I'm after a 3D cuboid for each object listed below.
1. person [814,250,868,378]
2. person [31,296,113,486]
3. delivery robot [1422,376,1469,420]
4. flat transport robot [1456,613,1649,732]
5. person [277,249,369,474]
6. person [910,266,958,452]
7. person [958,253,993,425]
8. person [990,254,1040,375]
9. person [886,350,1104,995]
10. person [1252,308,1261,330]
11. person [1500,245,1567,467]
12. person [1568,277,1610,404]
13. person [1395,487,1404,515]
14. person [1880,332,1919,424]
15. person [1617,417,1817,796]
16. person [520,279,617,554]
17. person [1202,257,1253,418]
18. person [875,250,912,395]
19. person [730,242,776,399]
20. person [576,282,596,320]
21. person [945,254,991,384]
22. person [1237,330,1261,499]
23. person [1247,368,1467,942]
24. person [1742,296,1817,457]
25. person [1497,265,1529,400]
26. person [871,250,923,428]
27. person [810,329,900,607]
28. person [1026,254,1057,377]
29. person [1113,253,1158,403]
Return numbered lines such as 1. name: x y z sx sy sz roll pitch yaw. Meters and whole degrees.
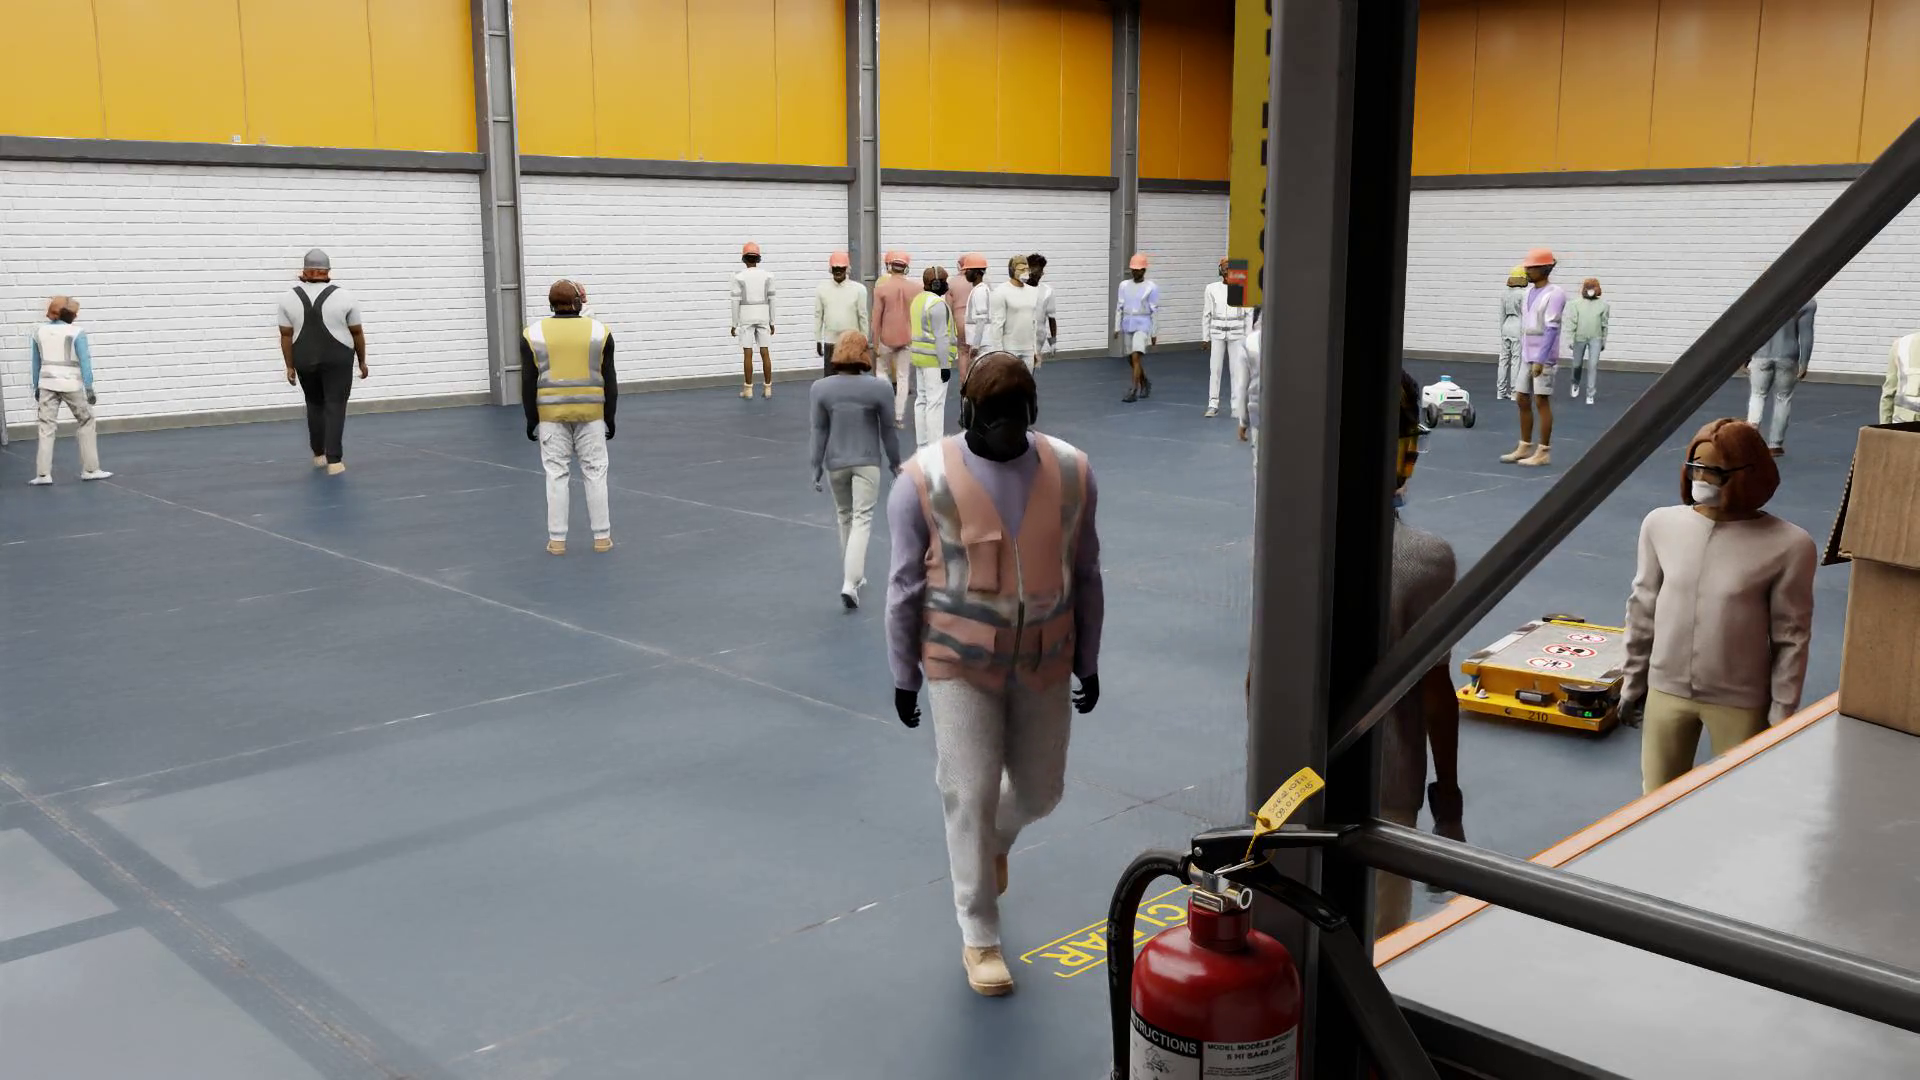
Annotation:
1. person: -1.319 -2.255 18.633 0.621 1.979 0.582 1 10 6
2. person: -7.711 -1.286 14.312 0.584 1.605 0.555 1 10 4
3. delivery robot: 5.443 -1.598 18.654 0.477 0.478 0.707 0 10 -1
4. flat transport robot: 2.851 0.591 7.749 0.652 0.197 1.431 7 13 35
5. person: -5.737 -1.647 15.125 0.693 2.000 0.893 -1 10 -3
6. person: -0.240 -1.660 15.739 0.430 1.845 0.621 -4 11 -22
7. person: 0.173 -2.202 18.478 0.423 1.927 0.563 1 10 4
8. person: 0.567 -1.907 16.819 0.630 1.938 0.369 -10 14 -44
9. person: 0.088 0.345 4.875 0.640 1.817 0.679 -3 11 -15
10. person: 4.605 -3.207 24.096 0.616 1.874 0.932 9 14 41
11. person: 5.323 -1.689 15.377 0.402 2.037 0.619 -2 11 -12
12. person: 8.046 -2.569 21.324 0.490 1.611 0.695 4 11 19
13. person: 1.448 0.095 6.604 0.557 1.668 0.709 6 12 28
14. person: 6.046 -0.669 10.358 0.593 1.832 0.403 9 13 39
15. person: 2.126 0.462 4.735 0.498 1.633 0.280 10 14 43
16. person: -2.617 -0.821 11.177 0.624 1.840 0.430 -3 11 -15
17. person: 3.125 -2.367 19.479 0.584 1.882 0.345 3 11 16
18. person: -0.885 -2.908 22.287 0.372 1.935 0.551 -10 14 -43
19. person: -2.713 -2.871 21.790 0.605 2.045 0.385 -4 11 -22
20. person: -4.047 -1.906 17.642 0.513 1.638 0.313 7 12 33
21. person: 0.115 -2.922 22.509 0.653 1.880 0.641 1 10 4
22. person: 2.173 -0.812 11.203 0.608 1.805 0.724 4 11 19
23. person: 0.861 0.550 3.621 0.310 1.872 0.527 -10 14 -42
24. person: 7.789 -1.729 15.885 0.639 1.926 0.598 8 13 36
25. person: 7.218 -2.685 21.599 0.295 1.744 0.487 -5 12 -26
26. person: -0.707 -2.226 18.477 0.617 1.965 0.447 -4 11 -19
27. person: -0.624 -0.428 9.704 0.508 1.599 0.844 2 11 9
28. person: 0.805 -2.273 18.885 0.631 1.908 1.010 -2 11 -12
29. person: 2.313 -2.748 21.517 0.547 1.907 0.891 7 13 34
